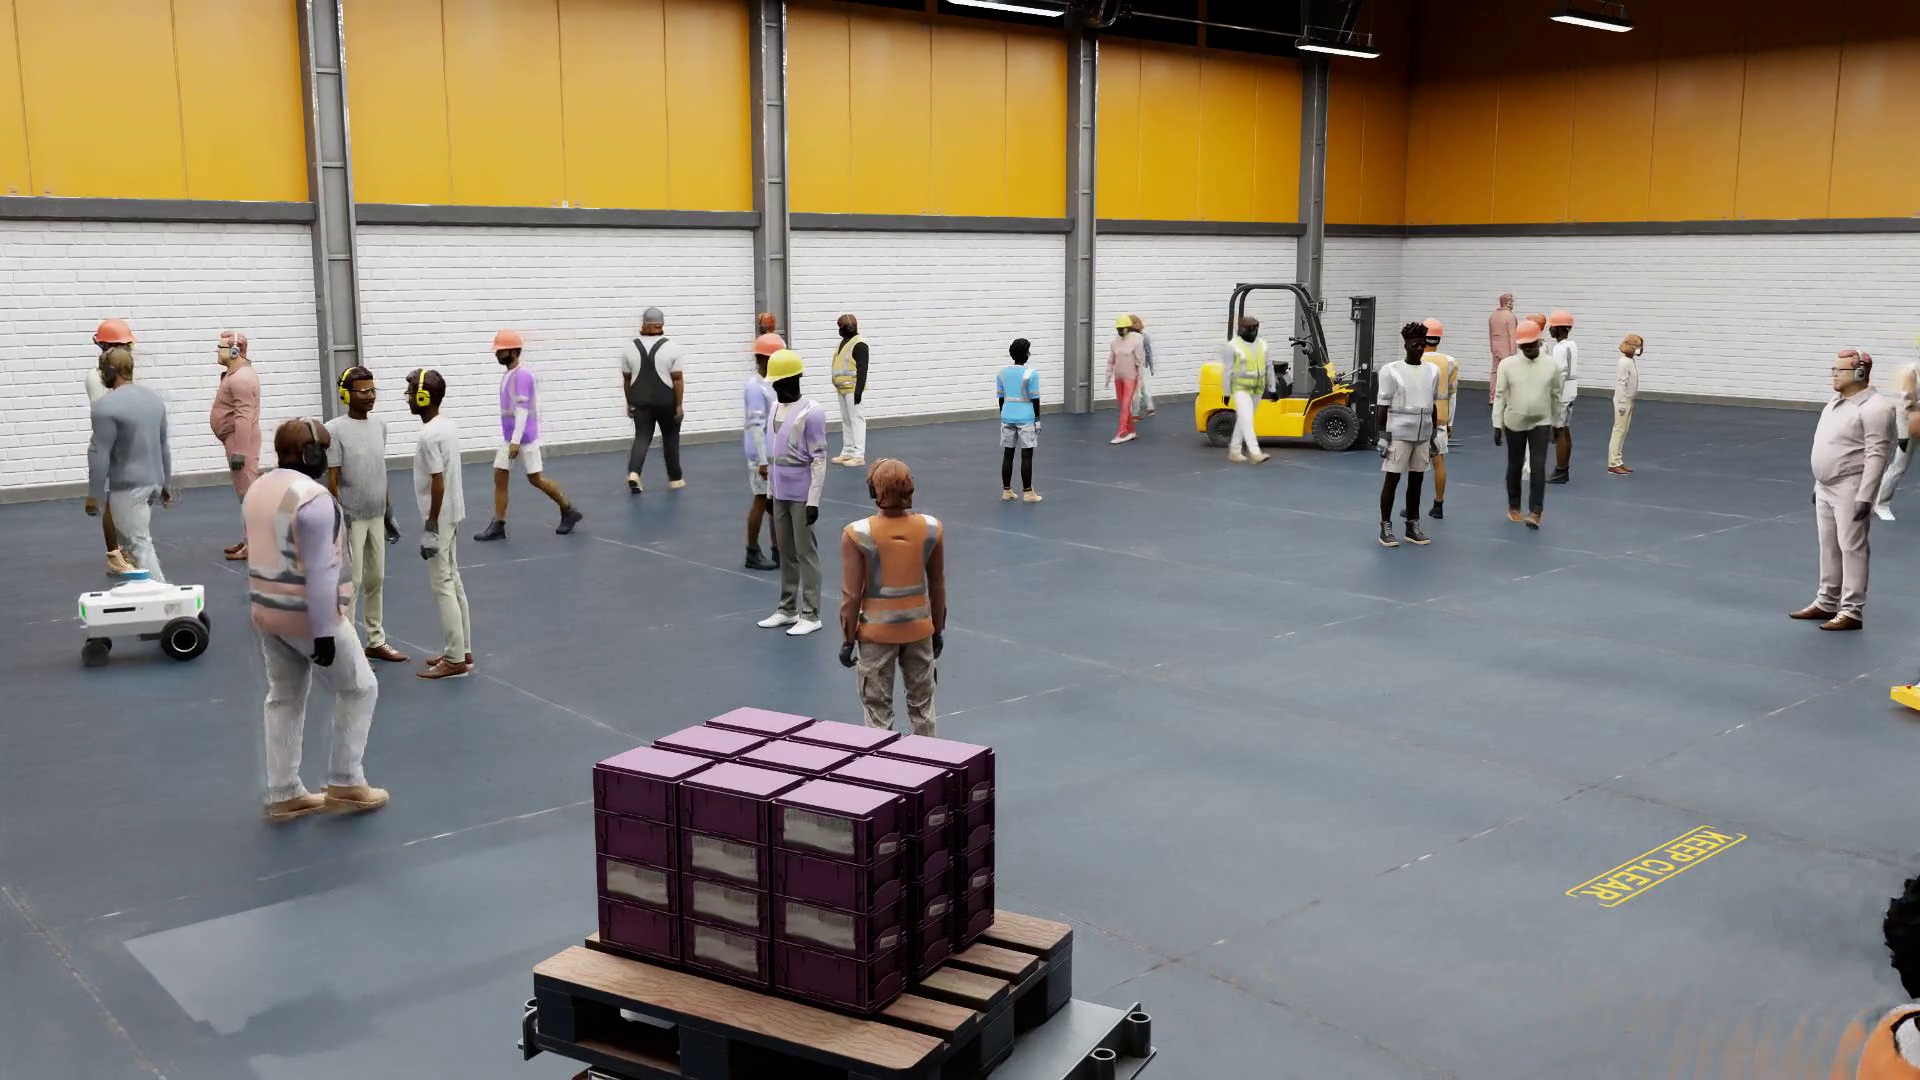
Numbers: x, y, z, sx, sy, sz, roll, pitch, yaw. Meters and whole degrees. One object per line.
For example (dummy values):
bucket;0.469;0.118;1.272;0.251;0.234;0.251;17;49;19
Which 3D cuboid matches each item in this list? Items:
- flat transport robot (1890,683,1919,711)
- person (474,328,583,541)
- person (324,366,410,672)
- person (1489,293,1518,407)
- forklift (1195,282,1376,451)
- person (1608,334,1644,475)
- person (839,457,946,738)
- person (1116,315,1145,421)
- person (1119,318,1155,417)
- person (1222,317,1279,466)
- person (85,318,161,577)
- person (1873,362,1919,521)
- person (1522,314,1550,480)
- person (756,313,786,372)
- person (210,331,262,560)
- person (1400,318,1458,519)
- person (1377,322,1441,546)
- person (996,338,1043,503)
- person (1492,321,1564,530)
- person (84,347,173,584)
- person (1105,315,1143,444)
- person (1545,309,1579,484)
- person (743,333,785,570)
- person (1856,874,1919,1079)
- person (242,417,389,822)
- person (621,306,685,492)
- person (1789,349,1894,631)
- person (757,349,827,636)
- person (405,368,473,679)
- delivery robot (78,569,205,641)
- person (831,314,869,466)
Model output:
flat transport robot;5.991;0.852;9.123;1.431;0.197;0.652;-1;10;-6
person;-3.901;-0.950;14.941;0.953;1.906;0.559;-7;12;-36
person;-3.657;-0.134;10.221;0.329;1.872;0.508;4;10;22
person;9.171;-3.188;27.986;0.410;1.913;0.642;-3;10;-19
forklift;4.328;-2.346;22.227;2.313;2.155;1.214;3;10;16
person;7.779;-1.585;19.406;0.286;1.633;0.504;6;12;33
person;-0.299;0.446;7.504;0.523;1.638;0.311;-5;11;-26
person;2.641;-2.660;25.706;0.497;1.633;0.284;6;11;32
person;2.819;-2.720;26.210;0.840;1.576;0.520;-7;12;-36
person;3.551;-1.812;20.258;0.641;1.791;0.953;-5;11;-28
person;-6.653;-0.735;13.236;0.379;2.041;0.616;-1;10;-3
person;9.030;-1.058;15.643;0.607;1.874;1.003;-1;10;-8
person;6.492;-1.616;18.863;0.350;1.882;0.583;2;10;12
person;-2.198;-1.698;19.342;0.346;1.881;0.578;3;10;18
person;-6.060;-0.793;13.964;0.410;1.913;0.643;-4;11;-24
person;4.500;-1.162;16.043;0.545;1.938;0.362;-1;10;-7
person;3.935;-0.925;14.570;0.612;1.963;0.361;-3;10;-18
person;0.615;-1.222;17.104;0.533;1.697;0.318;7;12;37
person;5.302;-1.076;15.527;0.646;1.929;1.024;2;10;14
person;-5.658;-0.348;11.338;0.478;1.923;0.647;1;10;4
person;2.224;-2.185;22.626;0.546;1.732;0.746;9;13;42
person;6.686;-1.596;18.578;0.368;1.941;0.543;7;12;34
person;-1.516;-0.700;13.416;0.460;1.925;0.572;2;10;13
person;1.393;1.273;2.555;0.661;1.678;0.540;4;11;24
person;-2.889;0.355;7.518;0.647;1.816;0.632;8;13;39
person;-3.285;-1.530;17.900;0.692;2.000;0.803;2;10;10
person;5.999;-0.341;11.323;0.404;1.911;0.636;0;10;-1
person;-1.131;-0.319;11.169;0.379;1.918;0.585;-8;13;-39
person;-3.145;-0.096;10.008;0.309;1.868;0.534;-1;10;-5
delivery robot;-5.159;0.429;10.499;0.707;0.478;0.477;-4;11;-22
person;-1.341;-1.816;20.177;0.429;1.838;0.621;-5;11;-27
